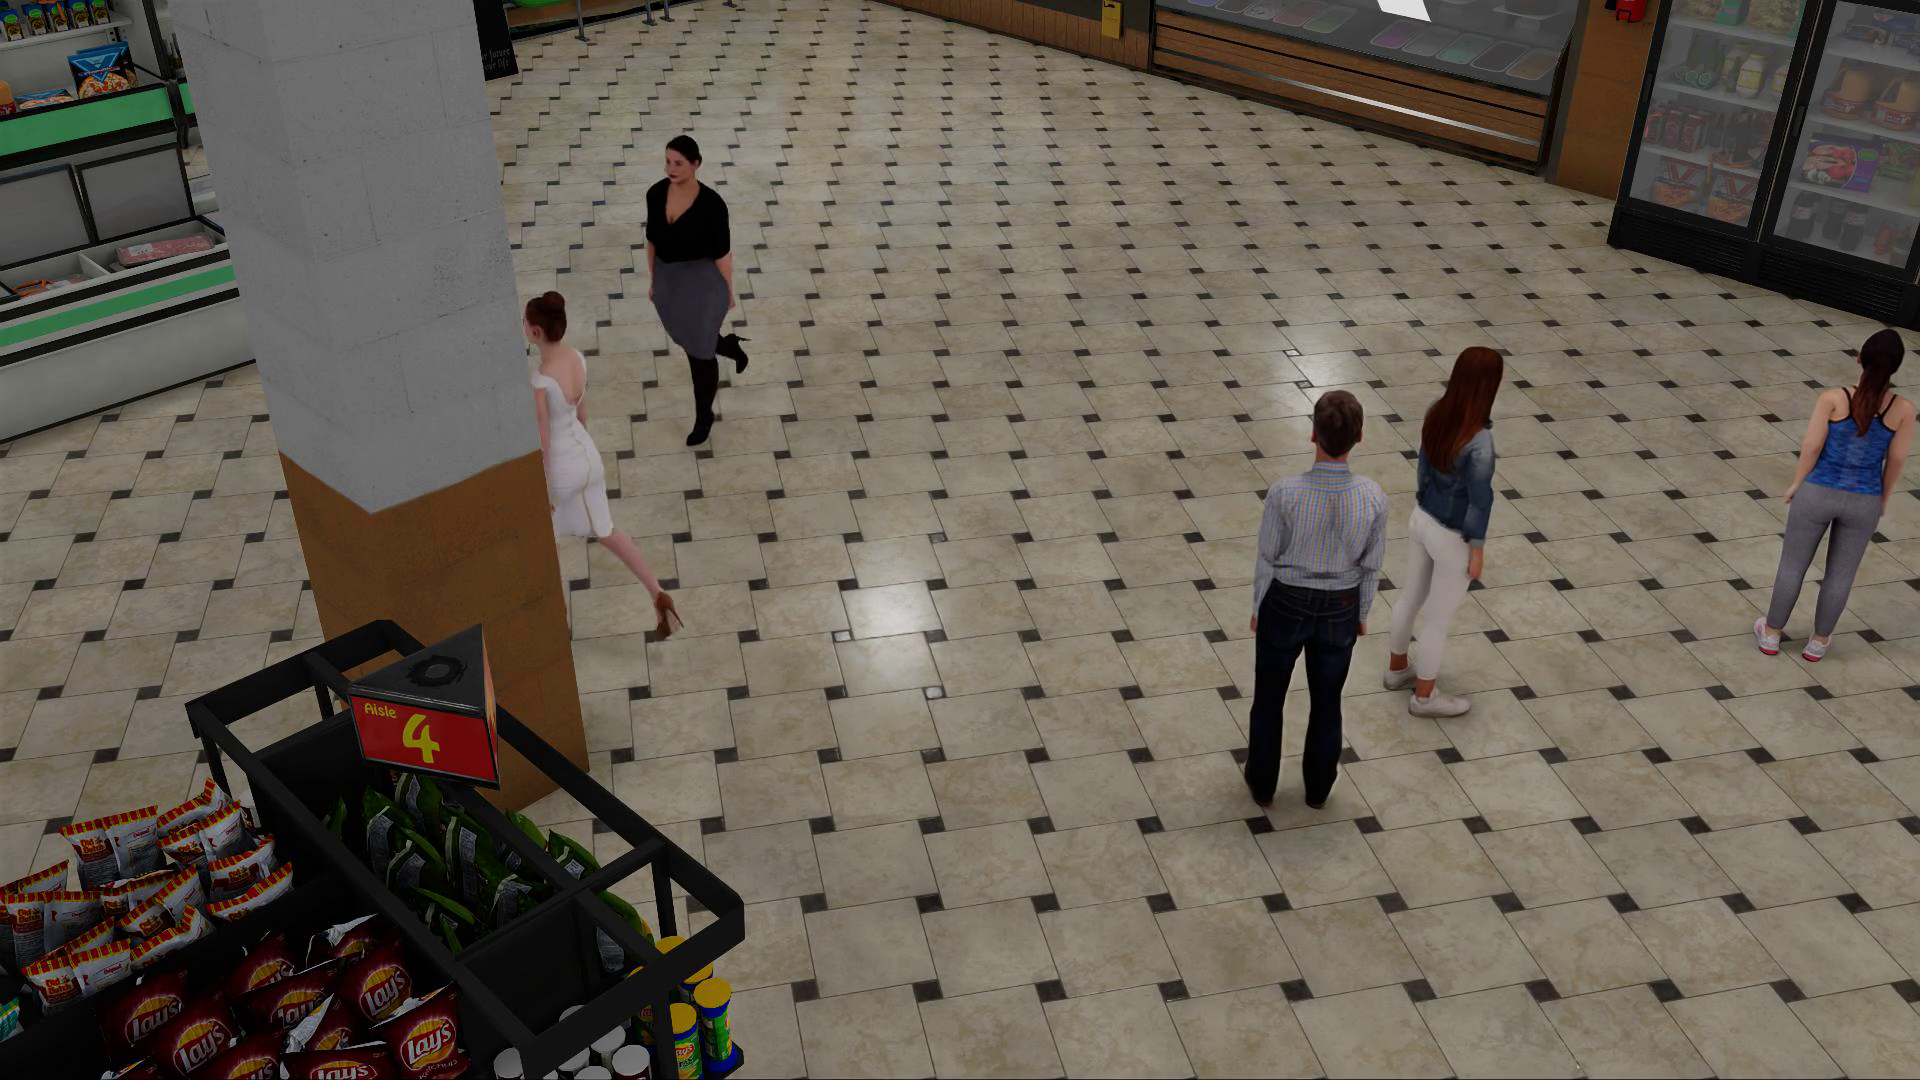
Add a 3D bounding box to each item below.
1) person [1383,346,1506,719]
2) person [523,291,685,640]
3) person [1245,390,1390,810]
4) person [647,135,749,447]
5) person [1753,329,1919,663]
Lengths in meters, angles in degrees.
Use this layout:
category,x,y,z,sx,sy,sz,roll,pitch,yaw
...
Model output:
category,x,y,z,sx,sy,sz,roll,pitch,yaw
person,2.033,-0.030,7.026,0.684,1.702,0.687,-9,33,-14
person,-1.643,-0.253,7.327,0.897,1.762,1.080,14,35,21
person,1.355,0.264,6.444,0.717,1.818,0.774,0,32,0
person,-1.434,-1.409,9.210,0.813,1.736,1.076,16,35,24
person,3.885,-0.185,7.362,0.643,1.610,0.658,12,34,18
